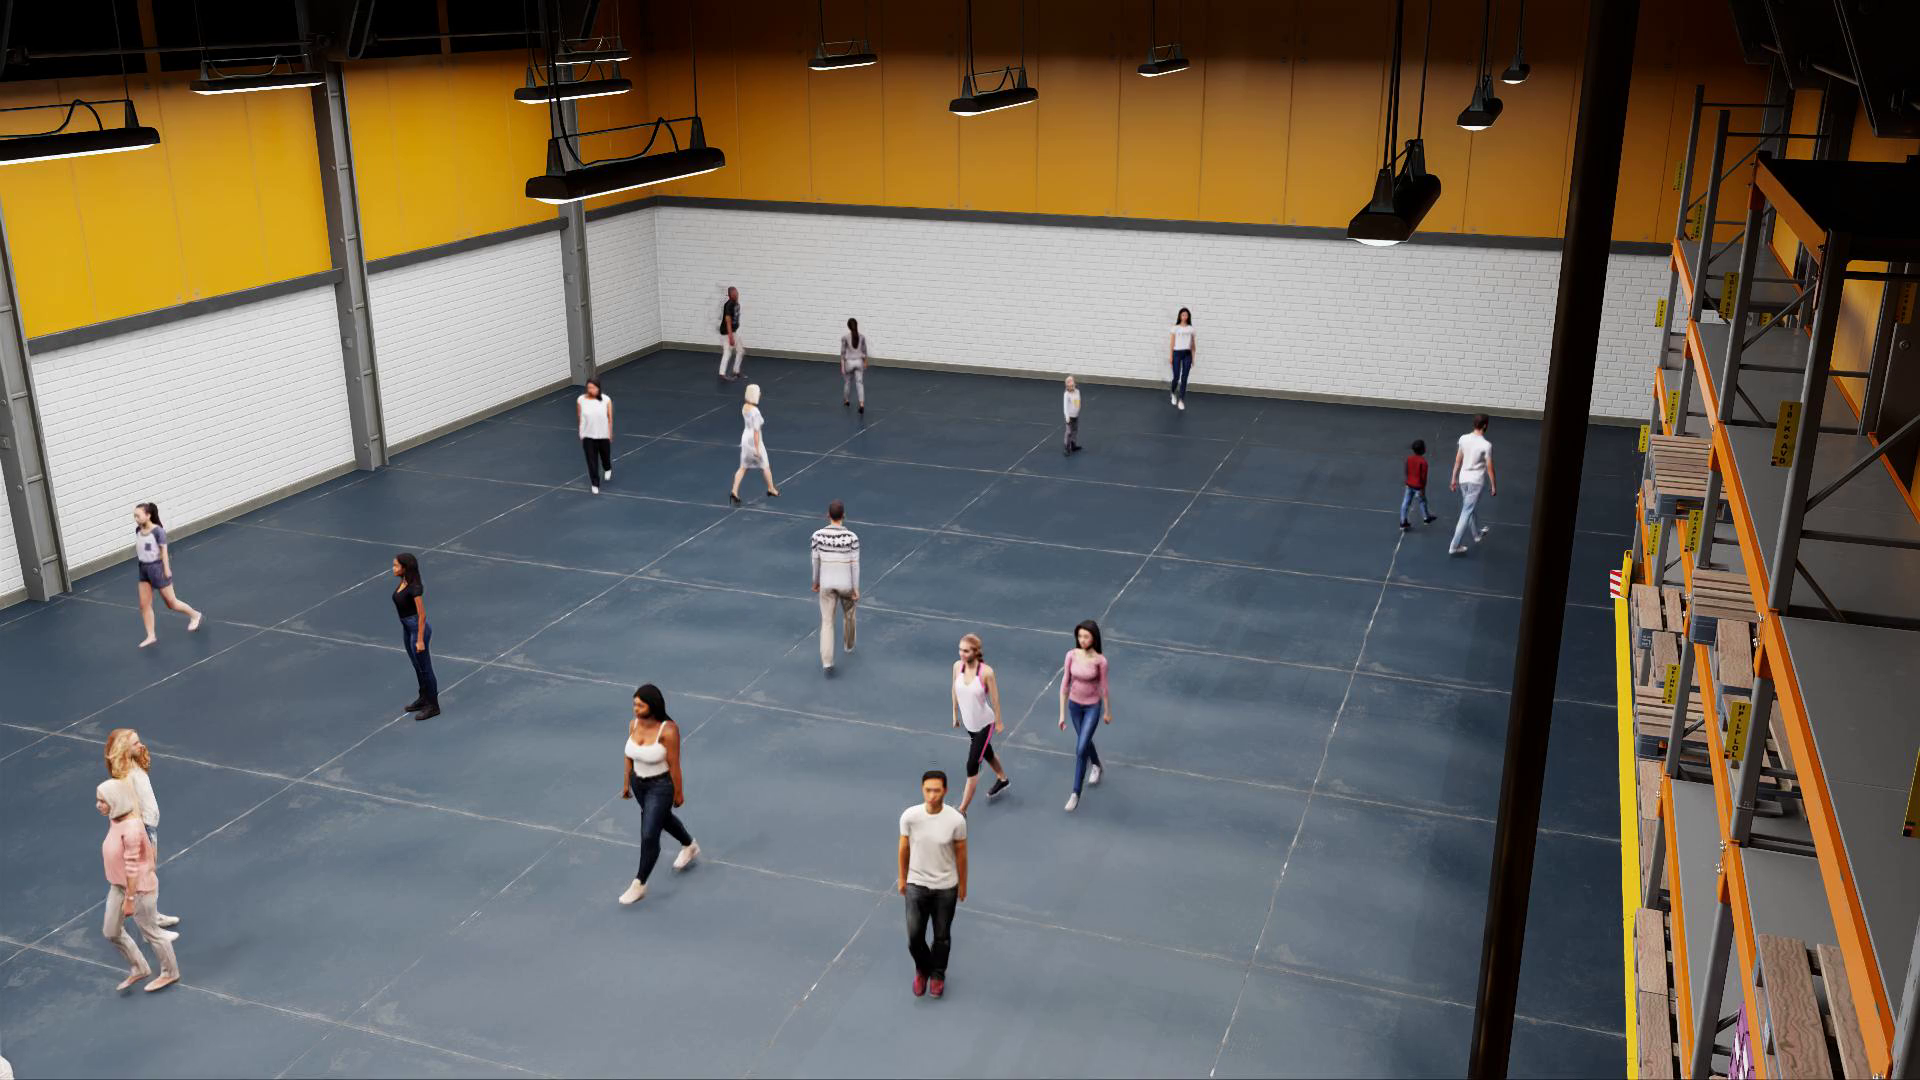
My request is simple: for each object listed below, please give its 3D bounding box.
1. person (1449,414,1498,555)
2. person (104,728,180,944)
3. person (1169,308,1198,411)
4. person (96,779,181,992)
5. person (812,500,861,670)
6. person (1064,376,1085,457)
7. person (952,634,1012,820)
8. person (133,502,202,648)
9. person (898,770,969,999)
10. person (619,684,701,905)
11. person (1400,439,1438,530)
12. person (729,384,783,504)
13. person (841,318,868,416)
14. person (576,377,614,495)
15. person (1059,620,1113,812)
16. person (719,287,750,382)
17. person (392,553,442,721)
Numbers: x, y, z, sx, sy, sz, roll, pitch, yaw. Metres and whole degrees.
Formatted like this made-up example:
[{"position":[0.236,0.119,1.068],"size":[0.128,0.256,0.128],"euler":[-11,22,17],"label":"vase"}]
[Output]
[{"position":[6.541,-0.689,21.461],"size":[1.235,1.807,1.092],"euler":[-13,22,-33],"label":"person"},{"position":[-6.315,2.256,12.792],"size":[0.711,1.759,0.644],"euler":[-7,20,-21],"label":"person"},{"position":[3.831,-3.159,28.865],"size":[0.716,1.763,0.767],"euler":[-3,19,-7],"label":"person"},{"position":[-5.938,2.501,12.144],"size":[0.707,1.708,0.752],"euler":[15,23,37],"label":"person"},{"position":[-1.346,0.512,17.857],"size":[0.907,1.830,1.248],"euler":[2,19,5],"label":"person"},{"position":[1.764,-1.964,26.106],"size":[0.778,1.257,0.608],"euler":[13,23,34],"label":"person"},{"position":[0.215,1.625,14.724],"size":[0.921,1.721,1.296],"euler":[15,24,37],"label":"person"},{"position":[-8.940,0.359,18.645],"size":[0.652,1.618,1.007],"euler":[8,20,23],"label":"person"},{"position":[-0.194,2.457,12.129],"size":[0.744,1.801,0.728],"euler":[1,19,2],"label":"person"},{"position":[-2.417,1.998,13.552],"size":[0.889,1.763,1.269],"euler":[13,23,34],"label":"person"},{"position":[6.114,-0.728,22.479],"size":[0.899,1.231,0.776],"euler":[-13,22,-33],"label":"person"},{"position":[-3.006,-1.321,23.490],"size":[1.149,1.709,0.929],"euler":[-15,24,-38],"label":"person"},{"position":[-1.784,-2.913,28.343],"size":[1.057,1.630,1.191],"euler":[-6,19,-16],"label":"person"},{"position":[-5.298,-1.551,24.235],"size":[0.891,1.670,1.032],"euler":[-2,19,-6],"label":"person"},{"position":[1.161,1.514,15.090],"size":[0.696,1.697,1.142],"euler":[10,21,27],"label":"person"},{"position":[-4.296,-3.812,30.801],"size":[0.730,1.764,0.699],"euler":[4,19,13],"label":"person"},{"position":[-5.465,0.946,16.714],"size":[0.694,1.738,0.658],"euler":[-13,23,-34],"label":"person"}]
